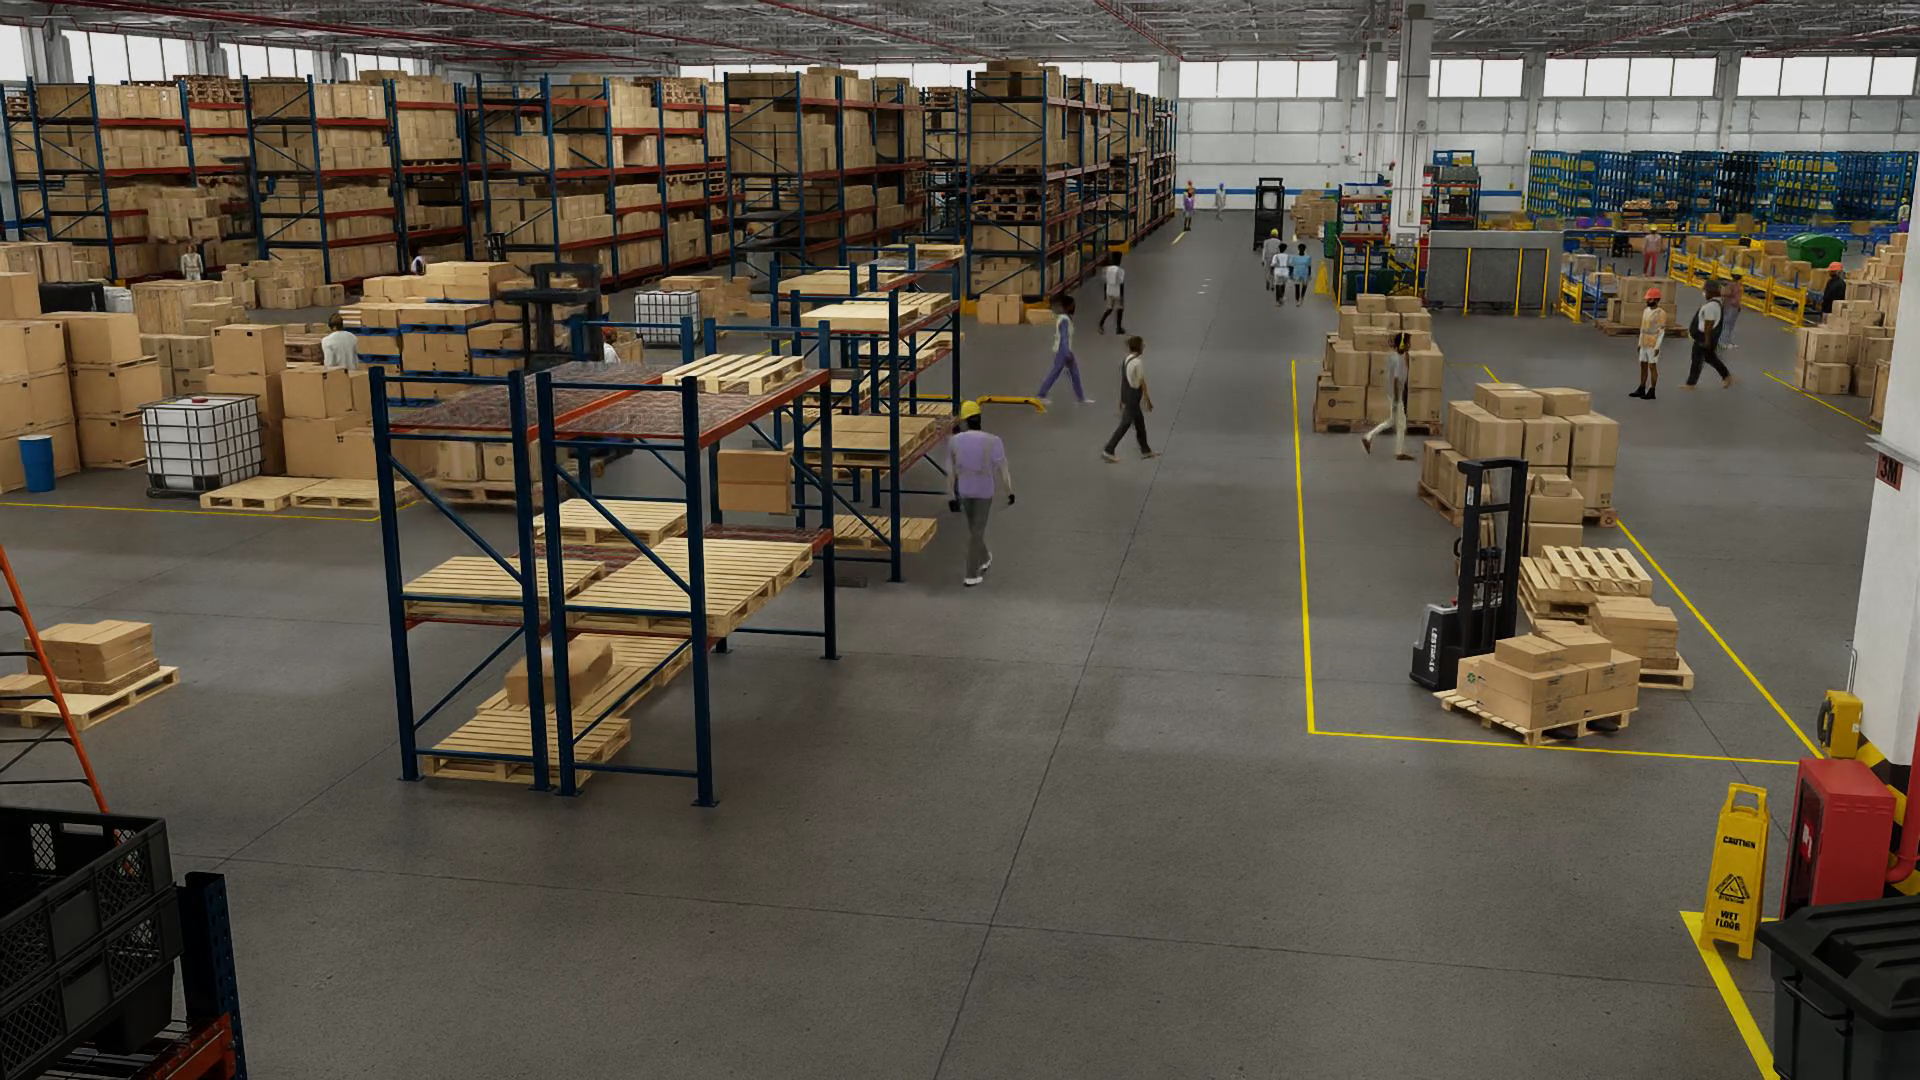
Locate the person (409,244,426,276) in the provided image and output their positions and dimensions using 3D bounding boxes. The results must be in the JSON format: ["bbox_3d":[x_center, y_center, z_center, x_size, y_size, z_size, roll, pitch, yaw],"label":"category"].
[{"bbox_3d":[-13.443,-6.398,41.269,1.021,1.875,0.605,-7,16,-27],"label":"person"}]

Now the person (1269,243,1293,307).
[{"bbox_3d":[8.570,-7.088,44.461,0.629,1.657,0.642,-1,14,-6],"label":"person"}]

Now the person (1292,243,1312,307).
[{"bbox_3d":[9.106,-7.092,44.446,0.550,1.683,0.474,2,14,10],"label":"person"}]

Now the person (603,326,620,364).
[{"bbox_3d":[-5.082,-2.208,24.220,0.347,1.882,0.584,-6,15,-24],"label":"person"}]

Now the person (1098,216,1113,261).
[{"bbox_3d":[5.238,-10.756,59.481,0.770,1.599,0.533,1,14,6],"label":"person"}]

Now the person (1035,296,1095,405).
[{"bbox_3d":[1.778,-3.228,28.397,1.015,1.878,0.601,2,14,9],"label":"person"}]

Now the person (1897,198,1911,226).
[{"bbox_3d":[39.940,-13.569,70.471,0.589,1.822,0.403,-6,15,-24],"label":"person"}]

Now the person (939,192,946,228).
[{"bbox_3d":[-0.737,-14.687,74.777,0.364,1.934,0.553,-3,14,-12],"label":"person"}]

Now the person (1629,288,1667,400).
[{"bbox_3d":[12.042,-3.427,29.058,0.356,1.938,0.543,-4,14,-16],"label":"person"}]

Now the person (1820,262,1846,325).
[{"bbox_3d":[17.904,-4.720,34.195,0.386,1.993,0.611,-1,14,-4],"label":"person"}]

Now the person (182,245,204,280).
[{"bbox_3d":[-20.687,-7.143,44.859,0.544,1.590,0.870,-8,16,-28],"label":"person"}]

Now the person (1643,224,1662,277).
[{"bbox_3d":[21.821,-9.096,52.489,0.534,1.746,0.710,3,14,13],"label":"person"}]

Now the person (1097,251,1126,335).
[{"bbox_3d":[3.496,-5.637,38.019,0.775,1.942,0.610,-13,19,-42],"label":"person"}]

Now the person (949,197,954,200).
[{"bbox_3d":[-0.455,-15.004,76.059,0.354,1.937,0.635,-9,16,-31],"label":"person"}]

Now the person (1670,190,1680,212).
[{"bbox_3d":[38.354,-18.130,89.028,0.929,1.810,0.581,3,14,12],"label":"person"}]

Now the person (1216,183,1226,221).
[{"bbox_3d":[13.601,-17.672,86.925,0.610,1.932,0.581,-6,15,-22],"label":"person"}]

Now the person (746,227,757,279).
[{"bbox_3d":[-6.620,-9.081,52.731,0.307,1.619,0.534,-6,15,-23],"label":"person"}]

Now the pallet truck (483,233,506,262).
[{"bbox_3d":[-11.832,-7.026,43.548,1.885,1.965,0.823,8,16,28],"label":"pallet truck"}]

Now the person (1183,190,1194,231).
[{"bbox_3d":[10.632,-15.393,77.723,0.644,1.914,0.496,-10,17,-35],"label":"person"}]

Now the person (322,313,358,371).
[{"bbox_3d":[-9.312,-2.441,25.050,0.376,1.940,0.627,7,16,27],"label":"person"}]

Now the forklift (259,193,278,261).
[{"bbox_3d":[-20.216,-8.740,48.688,1.873,2.768,1.129,-3,14,-12],"label":"forklift"}]

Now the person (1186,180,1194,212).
[{"bbox_3d":[12.518,-18.680,90.904,0.642,1.974,0.446,-10,17,-36],"label":"person"}]

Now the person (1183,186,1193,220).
[{"bbox_3d":[11.997,-17.771,87.648,0.523,1.769,0.317,3,14,13],"label":"person"}]

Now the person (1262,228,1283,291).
[{"bbox_3d":[9.179,-8.221,48.768,0.621,1.811,0.544,2,14,8],"label":"person"}]

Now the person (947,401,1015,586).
[{"bbox_3d":[0.219,-0.510,17.340,0.630,1.862,0.968,6,15,24],"label":"person"}]

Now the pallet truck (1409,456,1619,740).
[{"bbox_3d":[4.504,0.400,13.395,0.823,1.965,1.885,-6,15,-23],"label":"pallet truck"}]

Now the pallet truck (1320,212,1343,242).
[{"bbox_3d":[15.874,-13.227,70.310,0.680,1.201,1.601,10,17,35],"label":"pallet truck"}]

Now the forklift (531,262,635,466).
[{"bbox_3d":[-5.387,-2.450,23.151,1.129,2.768,1.873,3,14,10],"label":"forklift"}]

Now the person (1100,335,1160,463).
[{"bbox_3d":[2.400,-1.987,23.511,0.965,1.805,0.529,-4,14,-16],"label":"person"}]

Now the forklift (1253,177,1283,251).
[{"bbox_3d":[12.083,-12.747,64.956,1.129,2.768,1.873,3,14,10],"label":"forklift"}]

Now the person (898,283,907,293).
[{"bbox_3d":[-1.267,-4.383,33.112,0.661,1.851,0.524,-1,14,-4],"label":"person"}]

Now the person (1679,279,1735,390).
[{"bbox_3d":[13.531,-3.700,29.955,0.828,2.000,0.686,11,18,38],"label":"person"}]

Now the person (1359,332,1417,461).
[{"bbox_3d":[6.129,-2.041,23.638,0.730,1.851,0.519,1,14,6],"label":"person"}]

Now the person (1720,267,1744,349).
[{"bbox_3d":[16.662,-5.009,35.855,0.527,1.760,0.331,-10,17,-35],"label":"person"}]
